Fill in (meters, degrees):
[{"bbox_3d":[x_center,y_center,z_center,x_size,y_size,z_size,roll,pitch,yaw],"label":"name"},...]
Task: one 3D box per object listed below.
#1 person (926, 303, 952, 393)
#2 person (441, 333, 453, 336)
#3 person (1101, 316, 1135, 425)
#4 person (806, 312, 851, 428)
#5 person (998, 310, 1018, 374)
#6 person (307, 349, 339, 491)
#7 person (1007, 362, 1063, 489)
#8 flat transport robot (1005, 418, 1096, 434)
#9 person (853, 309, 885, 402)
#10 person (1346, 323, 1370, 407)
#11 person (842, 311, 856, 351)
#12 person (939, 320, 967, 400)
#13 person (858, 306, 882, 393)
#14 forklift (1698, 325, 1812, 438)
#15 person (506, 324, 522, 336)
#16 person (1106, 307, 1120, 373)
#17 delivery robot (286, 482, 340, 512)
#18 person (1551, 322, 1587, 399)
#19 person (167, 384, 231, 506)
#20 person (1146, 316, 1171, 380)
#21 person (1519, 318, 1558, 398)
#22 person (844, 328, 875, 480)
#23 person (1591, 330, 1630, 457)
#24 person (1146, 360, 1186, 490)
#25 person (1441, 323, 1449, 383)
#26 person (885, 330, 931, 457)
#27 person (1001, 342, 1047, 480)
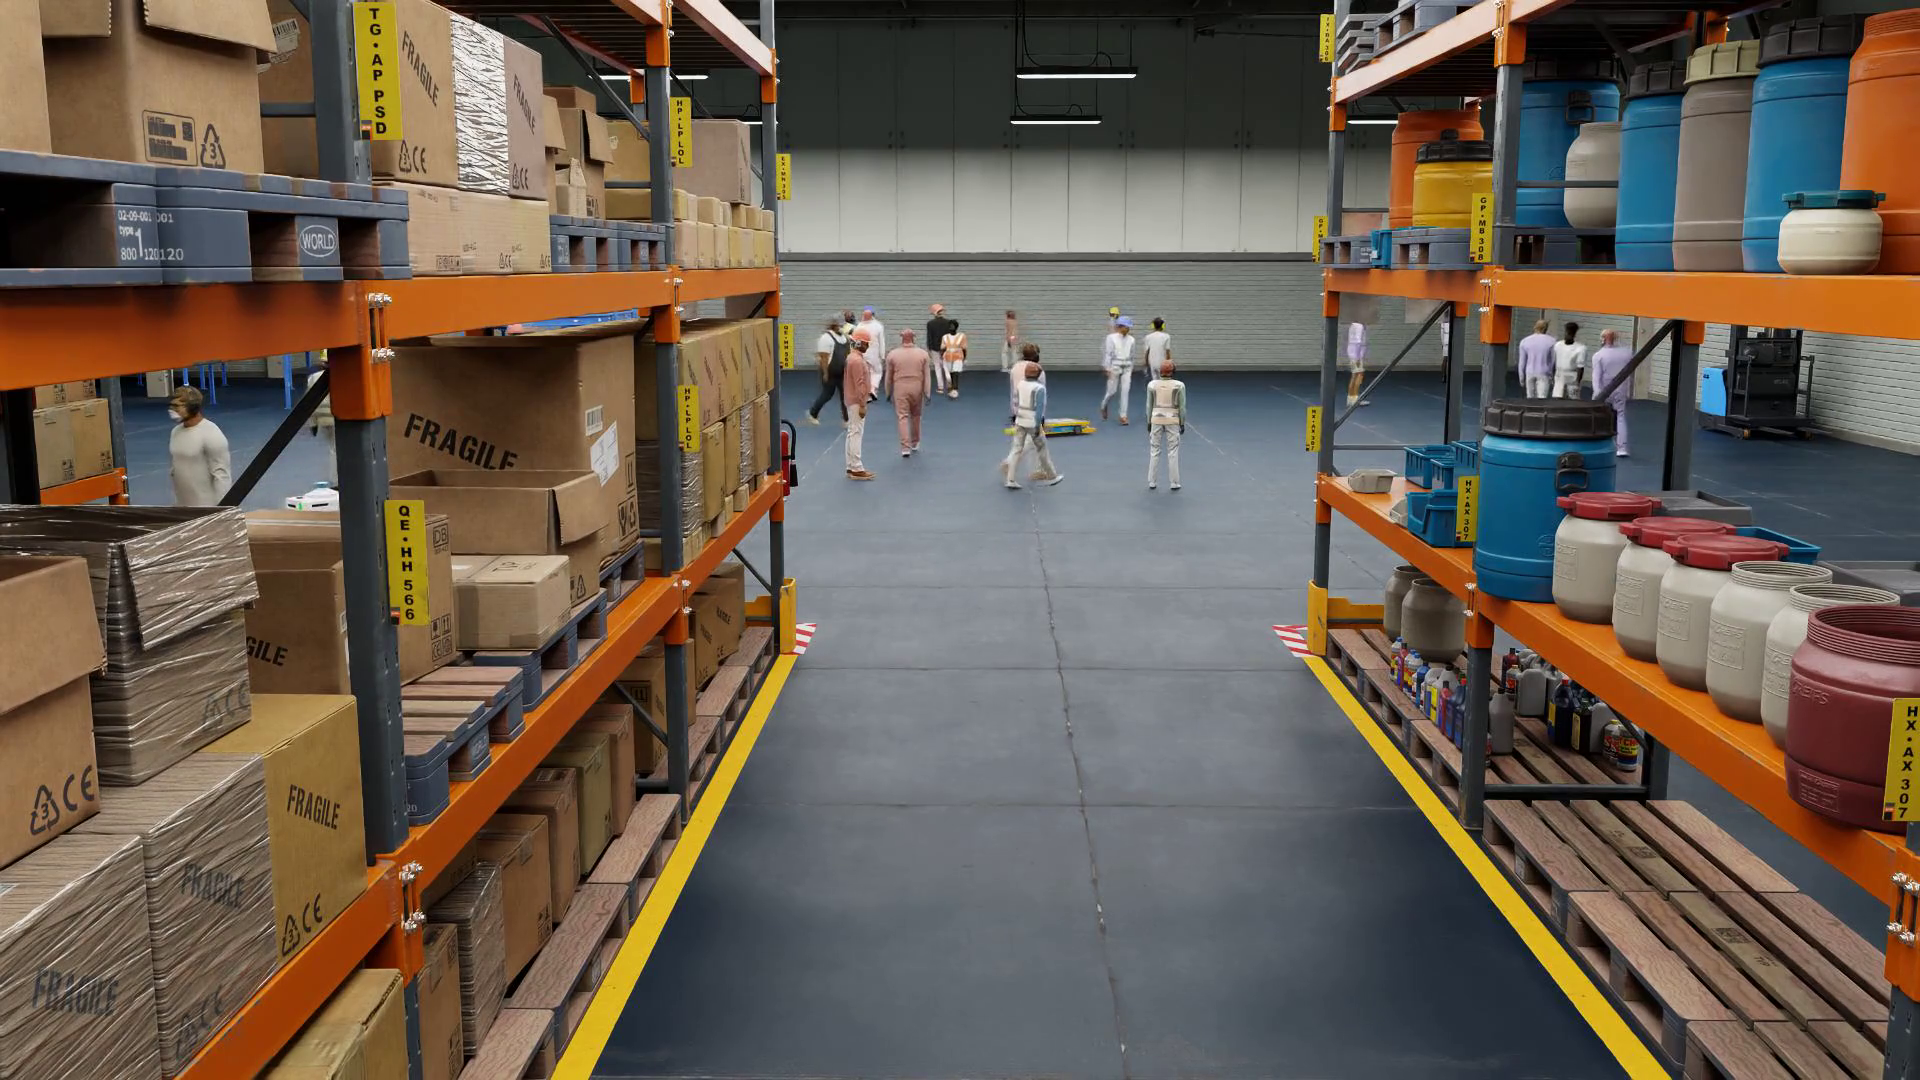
[{"bbox_3d":[-0.412,-4.188,36.378,0.619,1.961,0.580,-3,10,-16],"label":"person"},{"bbox_3d":[-7.691,-2.234,25.050,0.510,1.834,0.560,-3,10,-17],"label":"person"},{"bbox_3d":[2.802,-3.024,29.535,0.619,1.918,0.748,-4,10,-22],"label":"person"},{"bbox_3d":[-2.204,-2.935,28.751,0.911,2.000,0.692,8,12,39],"label":"person"},{"bbox_3d":[1.239,-5.092,42.809,0.636,1.618,0.513,5,11,28],"label":"person"},{"bbox_3d":[-7.720,-1.499,20.761,0.599,1.800,0.813,2,10,14],"label":"person"},{"bbox_3d":[0.906,-1.452,21.075,0.505,1.593,0.831,9,13,43],"label":"person"},{"bbox_3d":[1.517,-1.885,27.756,1.431,0.197,0.652,-7,12,-35],"label":"flat transport robot"},{"bbox_3d":[-1.847,-3.753,33.941,0.676,1.894,0.413,2,10,13],"label":"person"},{"bbox_3d":[7.899,-3.645,33.002,0.406,2.004,0.771,0,9,1],"label":"person"},{"bbox_3d":[-2.379,-3.919,35.209,0.430,1.819,0.663,-9,13,-43],"label":"person"},{"bbox_3d":[-0.155,-3.752,34.678,0.548,1.642,0.884,3,10,20],"label":"person"},{"bbox_3d":[-2.032,-4.190,36.580,0.609,1.886,1.028,-6,11,-33],"label":"person"},{"bbox_3d":[13.248,-3.165,27.620,1.129,2.768,1.873,0,9,1],"label":"forklift"},{"bbox_3d":[-7.082,-2.525,26.634,0.994,1.882,0.566,9,13,43],"label":"person"},{"bbox_3d":[3.762,-4.841,40.893,0.341,1.757,0.518,1,9,4],"label":"person"},{"bbox_3d":[-6.711,-0.369,17.544,0.477,0.478,0.707,9,13,43],"label":"delivery robot"},{"bbox_3d":[9.898,-2.610,27.136,0.989,1.892,0.664,-8,13,-41],"label":"person"},{"bbox_3d":[-5.774,-0.217,12.652,0.633,1.936,0.353,7,12,35],"label":"person"},{"bbox_3d":[3.684,-3.221,30.885,0.549,1.857,0.473,6,11,32],"label":"person"},{"bbox_3d":[9.781,-2.798,28.204,0.635,1.915,0.788,6,11,32],"label":"person"},{"bbox_3d":[-1.341,-1.807,22.037,0.397,1.984,0.608,-2,10,-14],"label":"person"},{"bbox_3d":[9.584,-2.179,24.672,0.651,1.852,1.015,-2,10,-12],"label":"person"},{"bbox_3d":[2.597,-1.458,21.019,0.514,1.631,0.318,4,10,21],"label":"person"},{"bbox_3d":[11.669,-4.691,39.450,0.357,1.937,0.551,-7,12,-37],"label":"person"},{"bbox_3d":[-0.777,-2.191,24.717,0.671,1.849,0.984,-1,10,-4],"label":"person"},{"bbox_3d":[0.854,-1.675,21.768,0.814,1.816,0.633,-6,11,-34],"label":"person"}]
